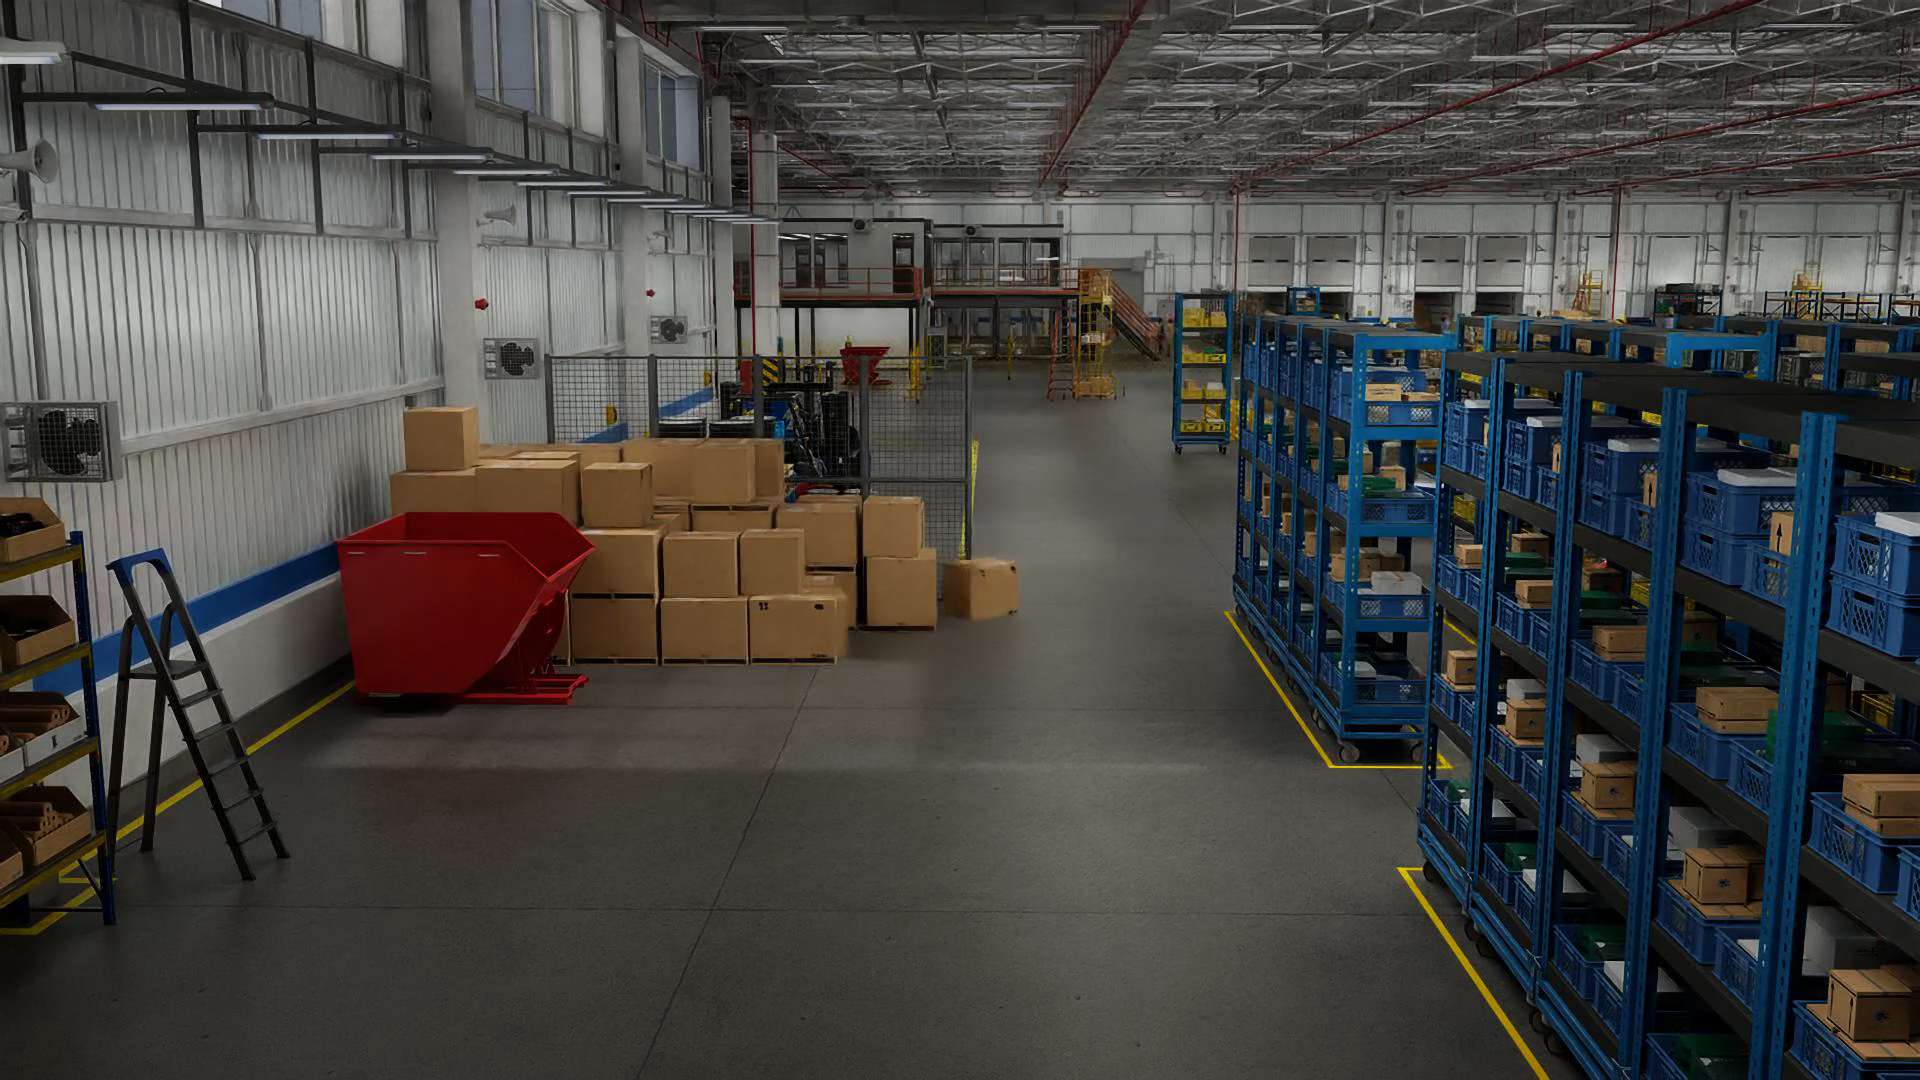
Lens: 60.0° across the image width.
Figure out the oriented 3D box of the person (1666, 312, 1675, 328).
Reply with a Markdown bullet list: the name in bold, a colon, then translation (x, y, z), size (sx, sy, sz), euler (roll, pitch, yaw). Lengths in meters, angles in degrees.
- **person**: translation (38.309, -11.317, 89.449), size (0.897, 1.882, 0.610), euler (-7, 12, -37)

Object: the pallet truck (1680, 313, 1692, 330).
- **pallet truck**: translation (36.315, -10.531, 84.244), size (0.823, 1.965, 1.885), euler (-6, 11, -33)

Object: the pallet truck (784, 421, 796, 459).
- **pallet truck**: translation (-4.013, -1.793, 32.705), size (1.601, 1.201, 0.680), euler (0, 9, 1)

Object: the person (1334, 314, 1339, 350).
- **person**: translation (18.764, -10.301, 83.046), size (0.586, 1.925, 0.369), euler (5, 10, 28)

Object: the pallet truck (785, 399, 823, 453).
- **pallet truck**: translation (-3.814, -2.432, 36.419), size (1.630, 1.274, 0.653), euler (0, 9, 1)

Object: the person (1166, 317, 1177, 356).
- **person**: translation (10.103, -9.698, 79.387), size (0.546, 1.914, 0.628), euler (-3, 10, -17)

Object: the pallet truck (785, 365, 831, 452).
- **pallet truck**: translation (-3.774, -2.976, 37.635), size (1.885, 1.965, 0.823), euler (1, 9, 5)

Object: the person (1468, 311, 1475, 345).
- **person**: translation (28.139, -11.625, 91.408), size (0.335, 1.864, 0.521), euler (-3, 10, -20)

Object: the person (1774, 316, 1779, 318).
- **person**: translation (38.348, -9.531, 77.937), size (0.684, 2.000, 0.992), euler (5, 11, 30)

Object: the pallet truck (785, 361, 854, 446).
- **pallet truck**: translation (-3.410, -3.193, 38.978), size (1.885, 1.965, 0.823), euler (0, 9, -1)

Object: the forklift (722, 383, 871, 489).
- **forklift**: translation (-2.893, -1.687, 28.729), size (2.680, 1.987, 1.157), euler (0, 9, -1)

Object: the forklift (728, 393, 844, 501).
- **forklift**: translation (-2.979, -1.316, 26.476), size (2.680, 1.987, 1.157), euler (0, 9, 1)

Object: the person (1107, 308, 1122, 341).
- **person**: translation (9.050, -12.614, 97.238), size (0.996, 1.956, 0.634), euler (-3, 10, -18)

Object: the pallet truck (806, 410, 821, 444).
- **pallet truck**: translation (-3.559, -2.018, 33.905), size (1.522, 1.261, 0.704), euler (0, 9, -1)

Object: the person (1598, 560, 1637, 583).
- **person**: translation (4.868, 1.103, 12.681), size (1.038, 1.946, 0.627), euler (1, 9, 4)

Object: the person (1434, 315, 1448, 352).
- **person**: translation (24.483, -10.475, 84.259), size (1.014, 1.881, 0.554), euler (-7, 12, -37)

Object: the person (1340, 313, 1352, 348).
- **person**: translation (20.538, -11.157, 88.503), size (0.609, 1.863, 1.031), euler (9, 13, 44)

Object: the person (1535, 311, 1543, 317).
- **person**: translation (32.089, -11.778, 92.283), size (0.346, 1.882, 0.578), euler (-9, 13, -43)

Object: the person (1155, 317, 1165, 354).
- **person**: translation (9.817, -10.007, 81.545), size (0.503, 1.832, 0.458), euler (-5, 11, -29)

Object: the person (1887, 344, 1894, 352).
- **person**: translation (34.527, -6.675, 61.440), size (0.395, 1.682, 0.529), euler (-9, 13, -44)
